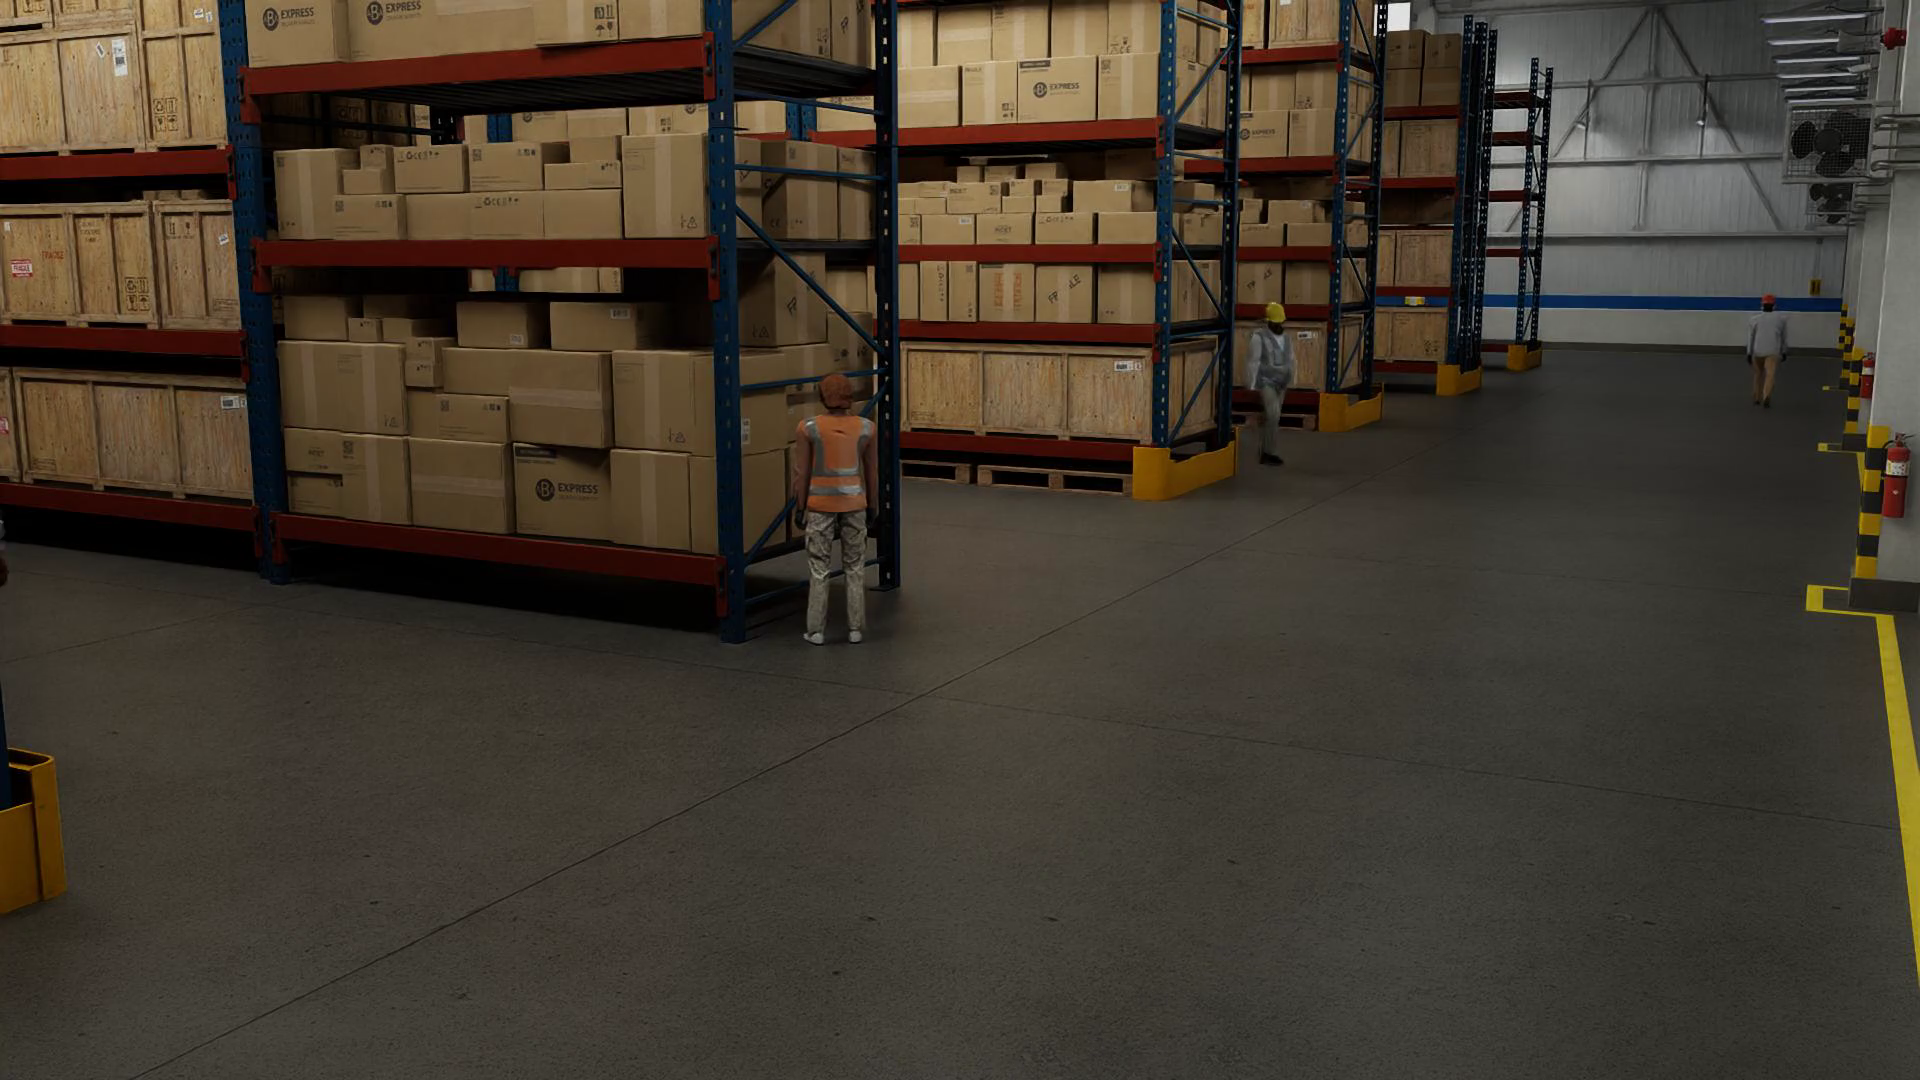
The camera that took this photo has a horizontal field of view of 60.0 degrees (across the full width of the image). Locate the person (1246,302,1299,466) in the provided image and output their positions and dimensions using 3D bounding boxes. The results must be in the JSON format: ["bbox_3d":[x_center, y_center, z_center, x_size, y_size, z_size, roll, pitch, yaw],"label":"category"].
[{"bbox_3d":[3.474,-1.692,18.169,0.718,1.790,0.550,-8,12,-38],"label":"person"}]

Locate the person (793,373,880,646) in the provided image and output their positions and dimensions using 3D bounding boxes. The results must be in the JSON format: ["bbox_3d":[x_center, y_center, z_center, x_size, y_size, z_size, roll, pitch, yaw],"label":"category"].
[{"bbox_3d":[-0.729,-0.179,9.896,0.527,1.631,0.316,-3,10,-18],"label":"person"}]

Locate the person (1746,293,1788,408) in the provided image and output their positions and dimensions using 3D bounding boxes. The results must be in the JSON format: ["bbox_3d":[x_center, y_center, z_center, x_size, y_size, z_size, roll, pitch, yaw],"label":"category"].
[{"bbox_3d":[12.248,-2.880,25.267,0.564,1.724,0.768,6,11,31],"label":"person"}]

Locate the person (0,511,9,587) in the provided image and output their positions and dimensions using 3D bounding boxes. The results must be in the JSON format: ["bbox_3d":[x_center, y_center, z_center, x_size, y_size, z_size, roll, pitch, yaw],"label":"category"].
[{"bbox_3d":[-4.765,0.064,7.716,0.984,1.891,0.633,6,12,33],"label":"person"}]
